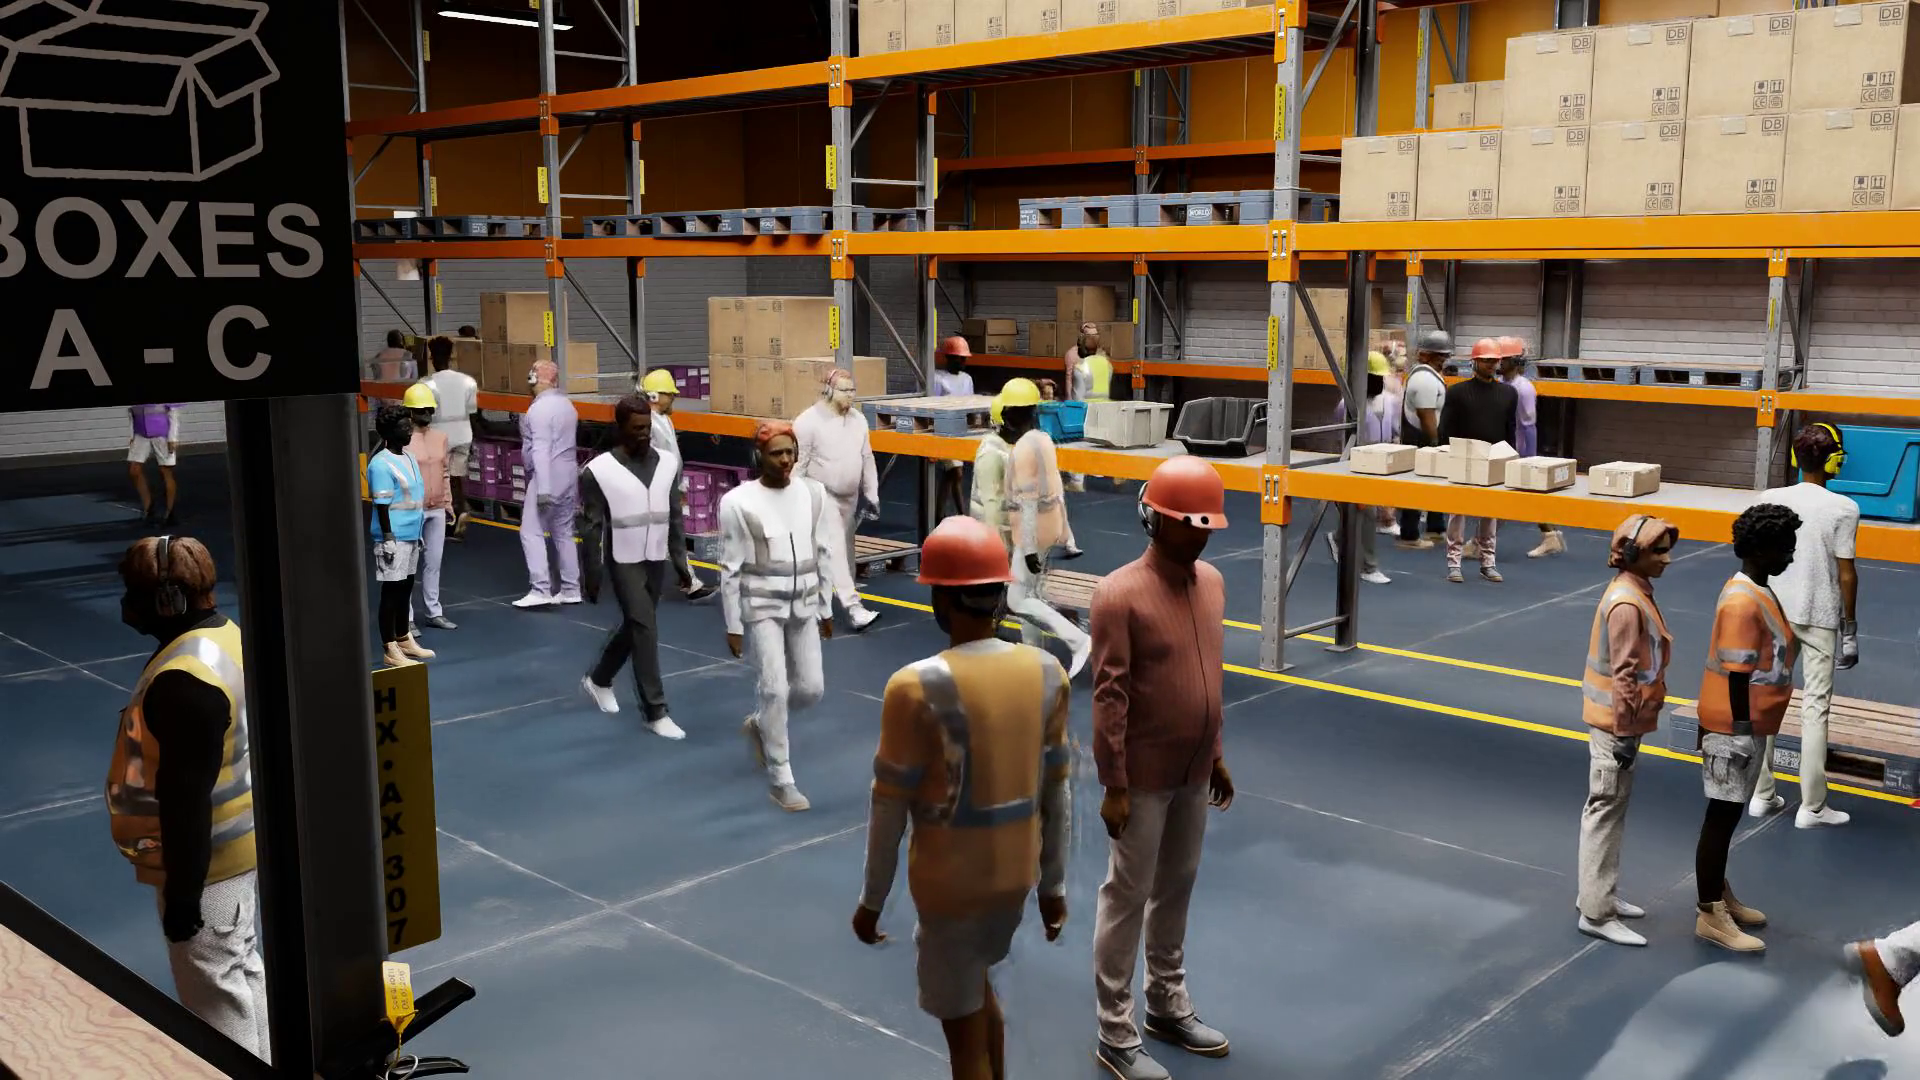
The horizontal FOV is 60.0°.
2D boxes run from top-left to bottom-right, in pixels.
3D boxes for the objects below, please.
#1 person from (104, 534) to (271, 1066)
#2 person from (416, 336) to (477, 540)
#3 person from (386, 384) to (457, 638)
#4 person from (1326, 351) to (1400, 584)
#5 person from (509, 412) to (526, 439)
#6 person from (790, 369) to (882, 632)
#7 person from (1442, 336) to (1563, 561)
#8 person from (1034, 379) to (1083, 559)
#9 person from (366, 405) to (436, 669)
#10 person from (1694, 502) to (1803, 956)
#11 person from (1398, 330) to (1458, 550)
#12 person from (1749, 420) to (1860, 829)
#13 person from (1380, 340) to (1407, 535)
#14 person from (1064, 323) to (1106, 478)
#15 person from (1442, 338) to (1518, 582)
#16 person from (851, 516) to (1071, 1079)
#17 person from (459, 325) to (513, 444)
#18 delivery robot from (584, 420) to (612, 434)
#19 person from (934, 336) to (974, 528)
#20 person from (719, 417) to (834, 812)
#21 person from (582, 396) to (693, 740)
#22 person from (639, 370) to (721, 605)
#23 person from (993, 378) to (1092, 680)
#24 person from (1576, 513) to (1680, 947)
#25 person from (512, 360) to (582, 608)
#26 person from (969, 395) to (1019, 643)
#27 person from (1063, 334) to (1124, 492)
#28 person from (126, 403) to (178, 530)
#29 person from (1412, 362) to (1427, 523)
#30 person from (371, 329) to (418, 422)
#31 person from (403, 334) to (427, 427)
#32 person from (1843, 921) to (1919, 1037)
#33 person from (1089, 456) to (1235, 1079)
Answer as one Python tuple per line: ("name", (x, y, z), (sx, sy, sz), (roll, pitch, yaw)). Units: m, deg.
("person", (-2.156, 0.892, 4.698), (0.430, 1.836, 0.618), (-3, 10, -19))
("person", (-4.751, -0.927, 15.504), (0.603, 1.947, 0.648), (-9, 13, -43))
("person", (-3.750, -0.209, 11.637), (0.327, 1.767, 0.533), (6, 11, 32))
("person", (3.316, -0.622, 13.768), (0.591, 1.899, 0.825), (-6, 11, -31))
("person", (-5.267, -1.631, 20.040), (0.310, 1.868, 0.532), (2, 10, 14))
("person", (-0.835, -0.279, 11.802), (0.995, 1.846, 0.647), (8, 12, 42))
("person", (4.832, -0.789, 14.571), (1.097, 1.987, 0.599), (0, 9, 1))
("person", (0.725, -0.627, 14.737), (0.540, 1.590, 0.872), (-7, 11, -35))
("person", (-3.604, -0.021, 10.696), (0.318, 1.697, 0.535), (0, 9, 3))
("person", (2.970, 0.696, 6.306), (0.320, 1.693, 0.531), (5, 11, 28))
("person", (4.329, -0.903, 15.049), (0.694, 2.000, 0.698), (2, 10, 15))
("person", (3.891, 0.387, 7.661), (0.327, 1.874, 0.518), (-6, 11, -33))
("person", (4.041, -0.986, 16.049), (0.641, 1.890, 0.652), (3, 10, 17))
("person", (1.565, -1.690, 20.284), (0.651, 1.906, 0.401), (-7, 12, -39))
("person", (4.250, -0.647, 13.613), (0.612, 1.997, 0.376), (0, 9, -2))
("person", (-0.021, 0.890, 4.471), (0.549, 1.916, 0.645), (-7, 12, -39))
("person", (-6.487, -2.013, 22.592), (0.825, 1.816, 0.516), (1, 9, 9))
("delivery robot", (-5.260, -1.773, 24.642), (0.477, 0.478, 0.707), (3, 10, 20))
("person", (0.026, -0.988, 15.972), (0.860, 1.904, 0.577), (8, 12, 40))
("person", (-0.894, 0.337, 7.975), (0.591, 1.865, 0.597), (-7, 11, -35))
("person", (-1.854, 0.119, 9.311), (0.956, 1.882, 0.583), (8, 12, 40))
("person", (-2.205, -0.397, 12.700), (0.816, 1.788, 0.605), (1, 9, 5))
("person", (0.498, -0.032, 10.123), (0.621, 1.909, 0.596), (2, 10, 14))
("person", (2.548, 0.711, 6.389), (0.314, 1.636, 0.516), (4, 10, 23))
("person", (-3.103, -0.425, 12.635), (0.479, 1.875, 0.697), (2, 9, 11))
("person", (0.268, -0.070, 10.720), (0.459, 1.788, 0.623), (3, 10, 17))
("person", (1.520, -1.435, 18.974), (0.626, 1.820, 0.710), (-8, 12, -41))
("person", (-7.919, -1.036, 16.229), (0.581, 1.917, 0.608), (1, 9, 8))
("person", (4.639, -0.973, 16.718), (0.366, 1.624, 0.542), (6, 11, 35))
("person", (-7.032, -1.719, 20.758), (0.636, 1.816, 0.724), (2, 9, 11))
("person", (-7.067, -1.858, 21.896), (0.533, 1.711, 0.567), (7, 11, 36))
("person", (3.149, 0.784, 5.086), (0.633, 1.921, 0.690), (-9, 13, -42))
("person", (0.658, 0.720, 5.268), (0.392, 1.985, 0.609), (9, 13, 44))
